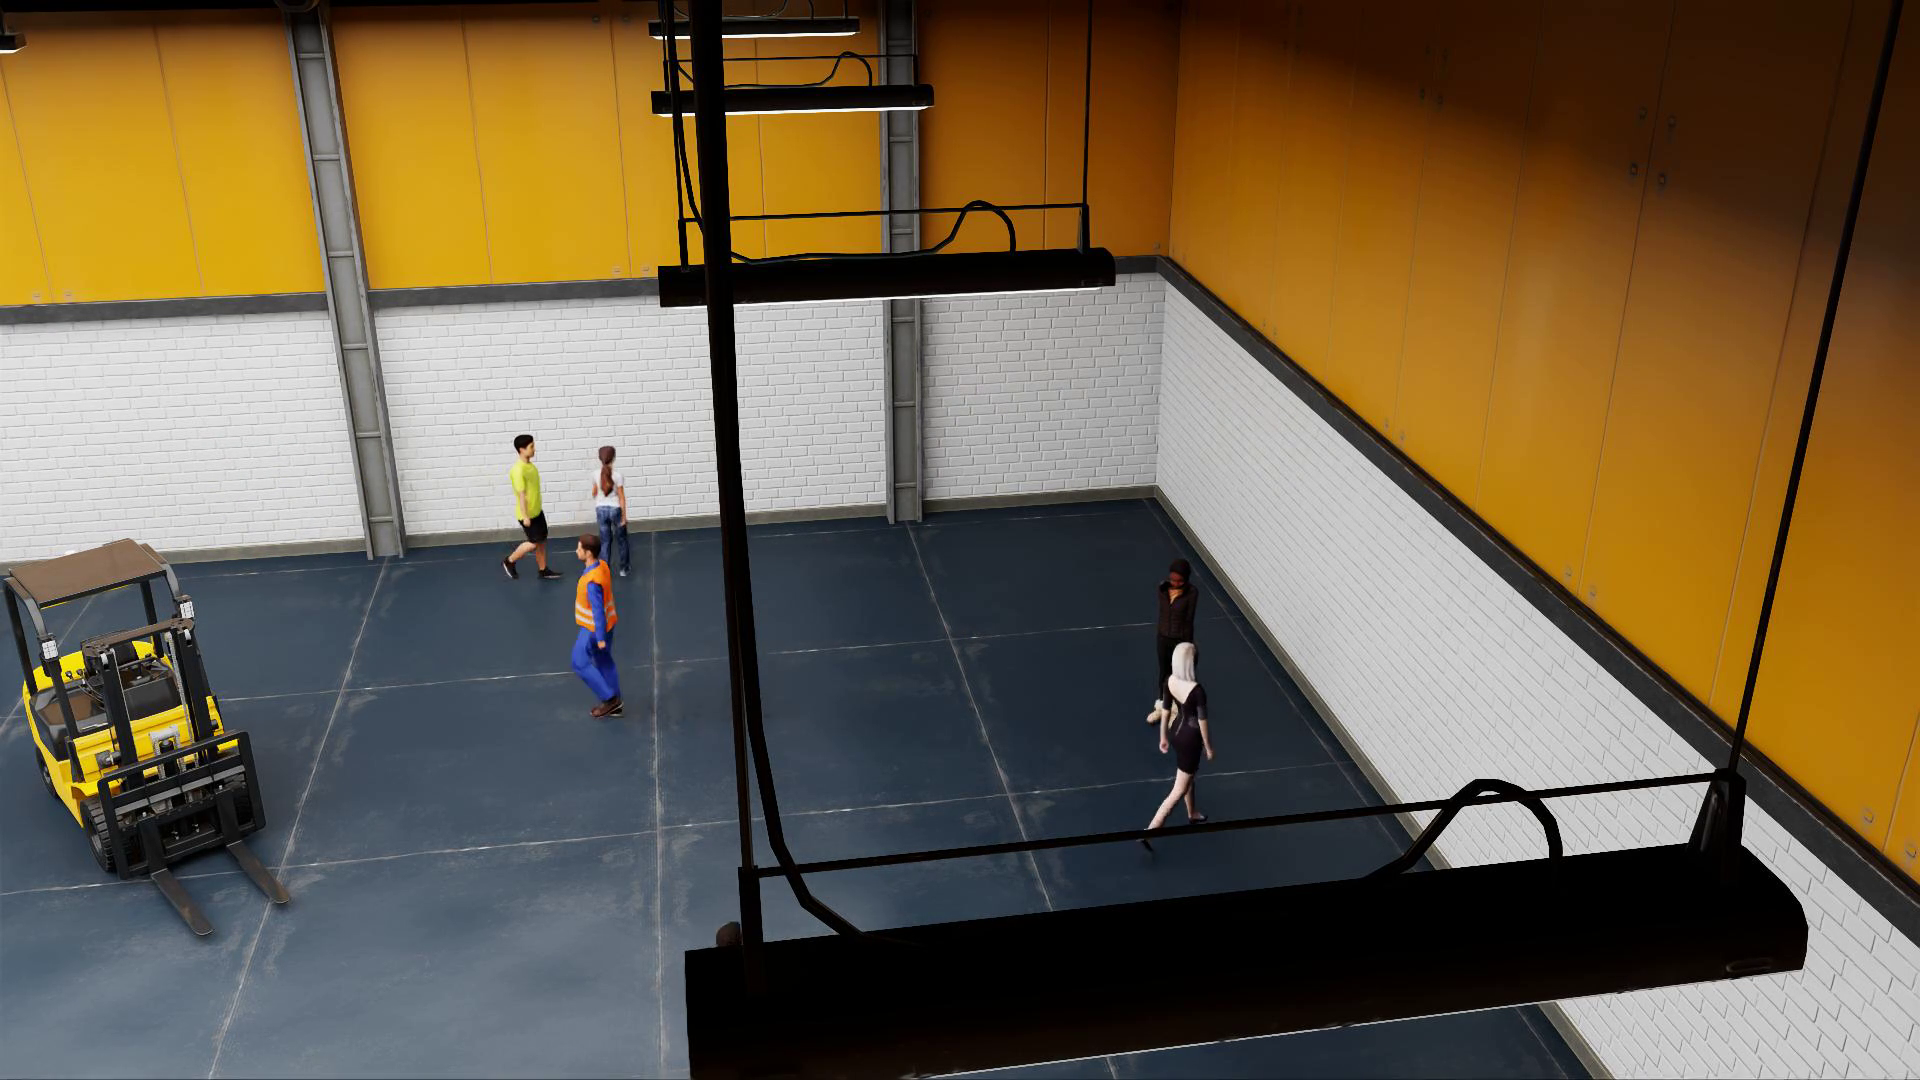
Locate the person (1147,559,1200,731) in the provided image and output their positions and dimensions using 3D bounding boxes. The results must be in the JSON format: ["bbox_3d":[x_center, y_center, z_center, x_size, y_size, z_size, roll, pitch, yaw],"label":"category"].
[{"bbox_3d":[1.984,0.907,15.327,0.764,1.654,0.703,-21,31,-40],"label":"person"}]

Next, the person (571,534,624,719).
[{"bbox_3d":[-3.259,0.804,15.314,0.727,1.852,0.746,0,24,-1],"label":"person"}]

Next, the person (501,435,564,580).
[{"bbox_3d":[-4.758,-0.329,18.096,0.924,1.699,0.743,1,24,2],"label":"person"}]

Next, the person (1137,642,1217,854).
[{"bbox_3d":[1.751,1.697,13.346,1.215,1.793,0.941,-17,29,-33],"label":"person"}]

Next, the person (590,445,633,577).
[{"bbox_3d":[-3.841,-0.289,18.186,0.725,1.555,0.699,1,24,3],"label":"person"}]
